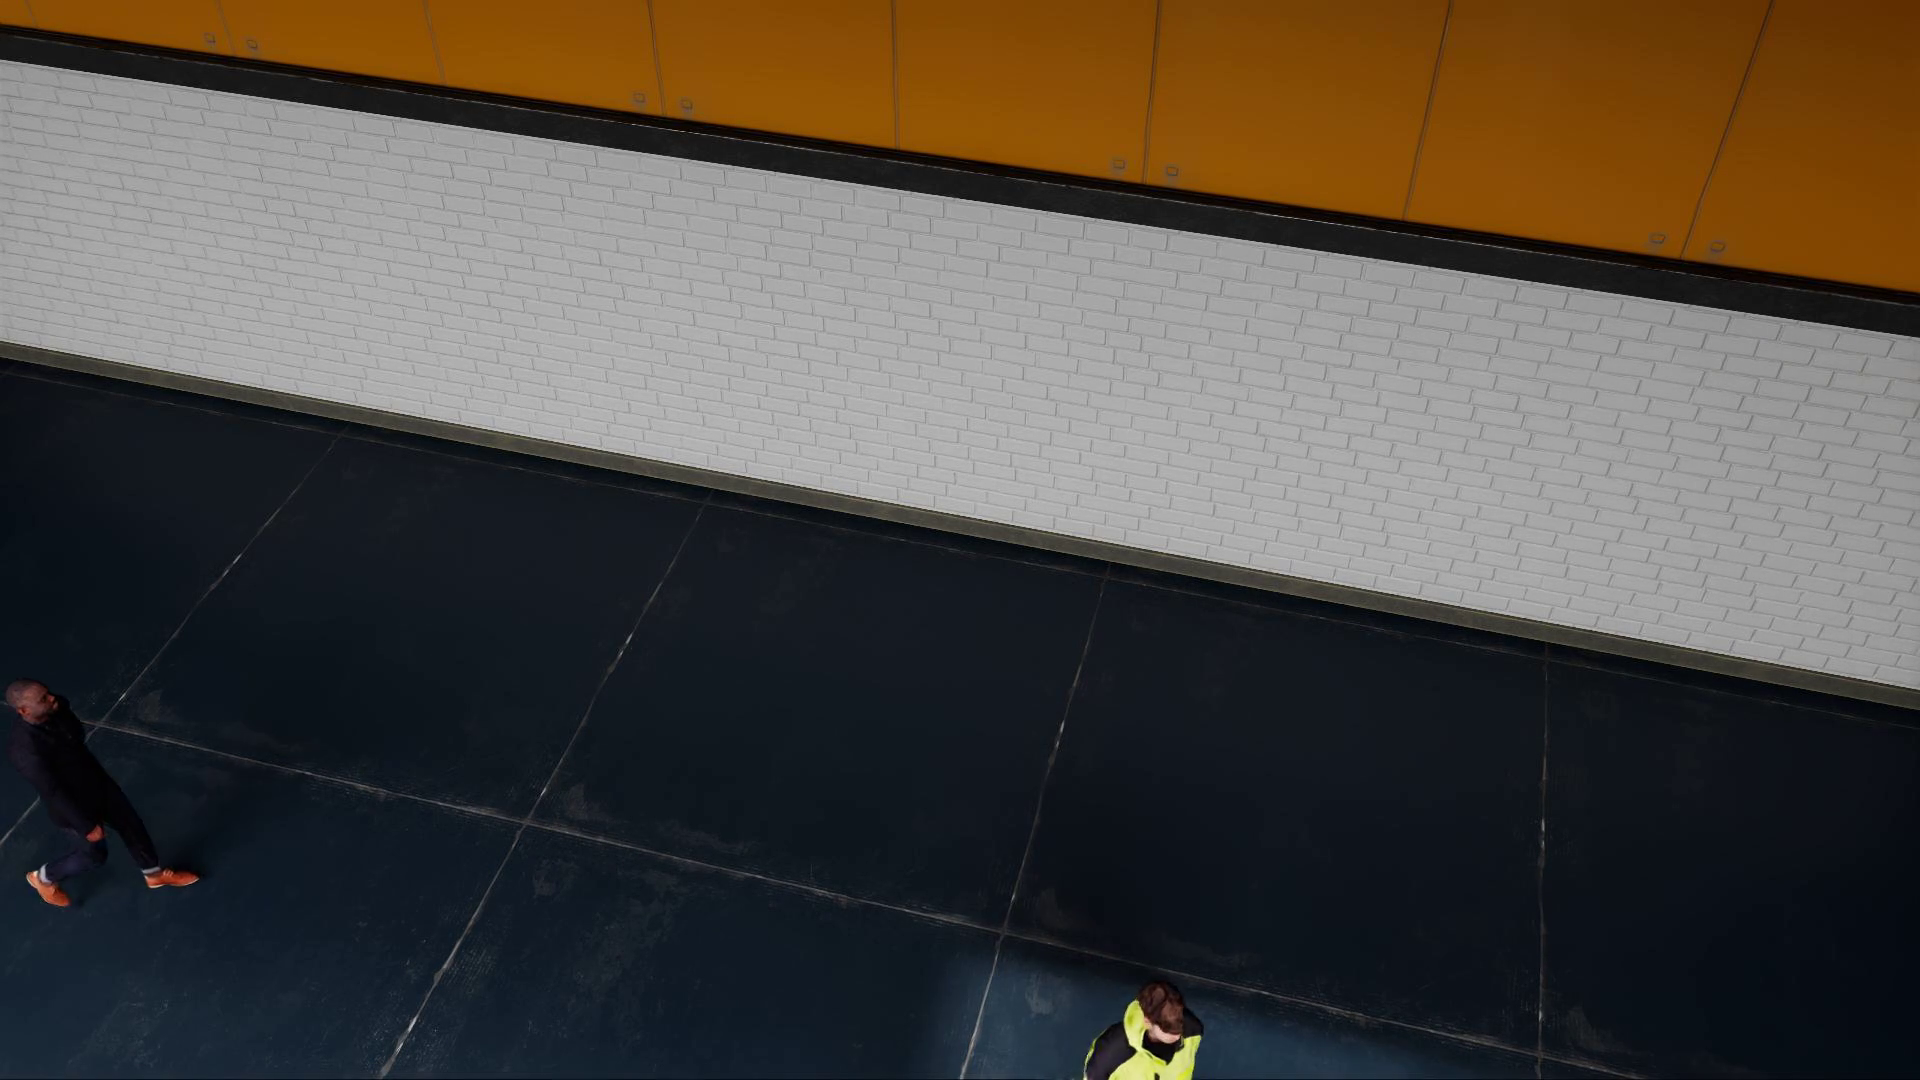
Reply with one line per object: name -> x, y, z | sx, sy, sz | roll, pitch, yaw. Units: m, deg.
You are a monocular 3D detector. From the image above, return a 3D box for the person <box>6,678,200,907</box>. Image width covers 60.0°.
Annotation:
person -> -4.923, 1.435, 9.146 | 0.946, 1.796, 1.113 | -2, 44, -2

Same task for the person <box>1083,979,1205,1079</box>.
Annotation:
person -> 0.767, 2.578, 7.832 | 1.089, 1.952, 1.162 | -16, 46, -16
